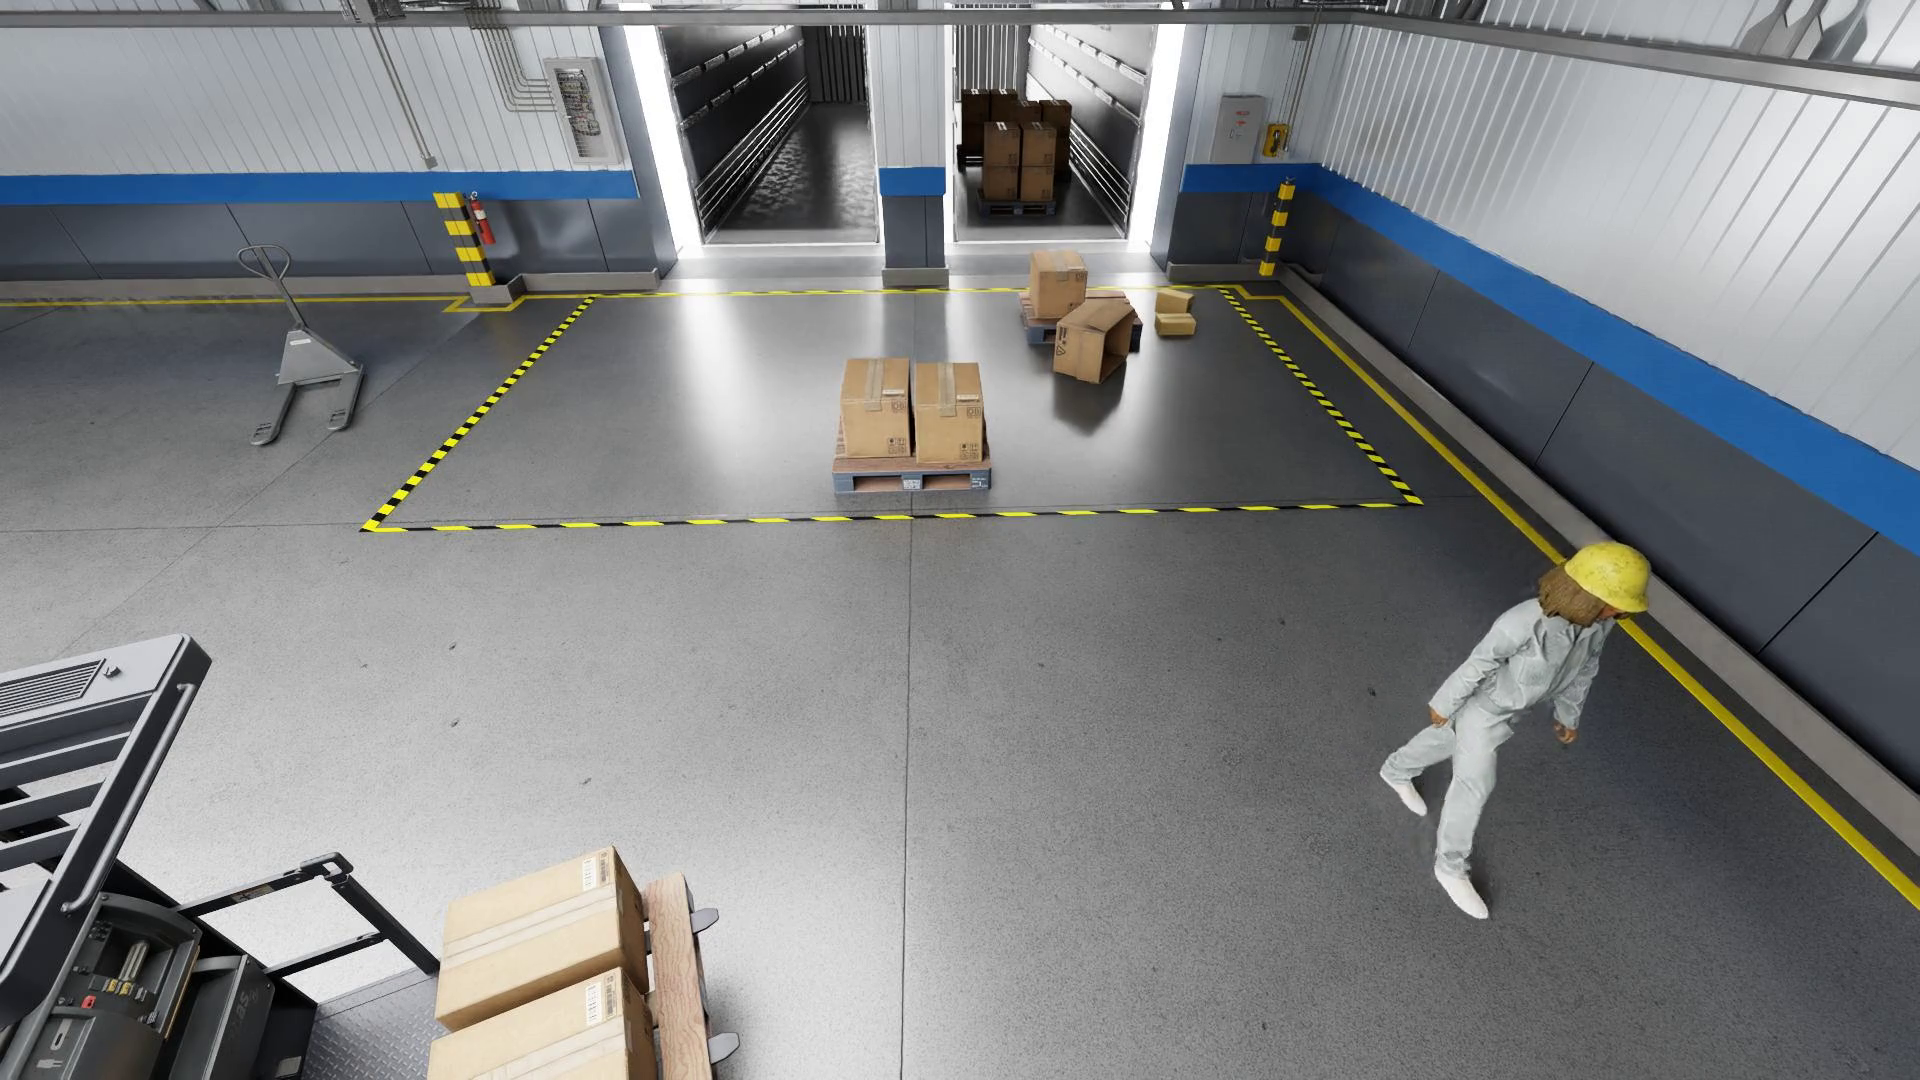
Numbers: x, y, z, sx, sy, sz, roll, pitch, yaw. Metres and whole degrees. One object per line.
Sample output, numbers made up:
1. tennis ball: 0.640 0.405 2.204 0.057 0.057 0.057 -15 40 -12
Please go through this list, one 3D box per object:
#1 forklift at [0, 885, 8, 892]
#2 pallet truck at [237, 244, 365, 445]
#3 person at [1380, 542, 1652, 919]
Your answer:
1. forklift: -2.319 1.487 1.663 0.776 2.013 0.716 -15 41 -18
2. pallet truck: -5.915 -1.733 6.366 0.680 1.201 1.601 -18 42 -21
3. person: 2.208 0.724 2.884 0.493 1.717 0.745 -12 40 -15
